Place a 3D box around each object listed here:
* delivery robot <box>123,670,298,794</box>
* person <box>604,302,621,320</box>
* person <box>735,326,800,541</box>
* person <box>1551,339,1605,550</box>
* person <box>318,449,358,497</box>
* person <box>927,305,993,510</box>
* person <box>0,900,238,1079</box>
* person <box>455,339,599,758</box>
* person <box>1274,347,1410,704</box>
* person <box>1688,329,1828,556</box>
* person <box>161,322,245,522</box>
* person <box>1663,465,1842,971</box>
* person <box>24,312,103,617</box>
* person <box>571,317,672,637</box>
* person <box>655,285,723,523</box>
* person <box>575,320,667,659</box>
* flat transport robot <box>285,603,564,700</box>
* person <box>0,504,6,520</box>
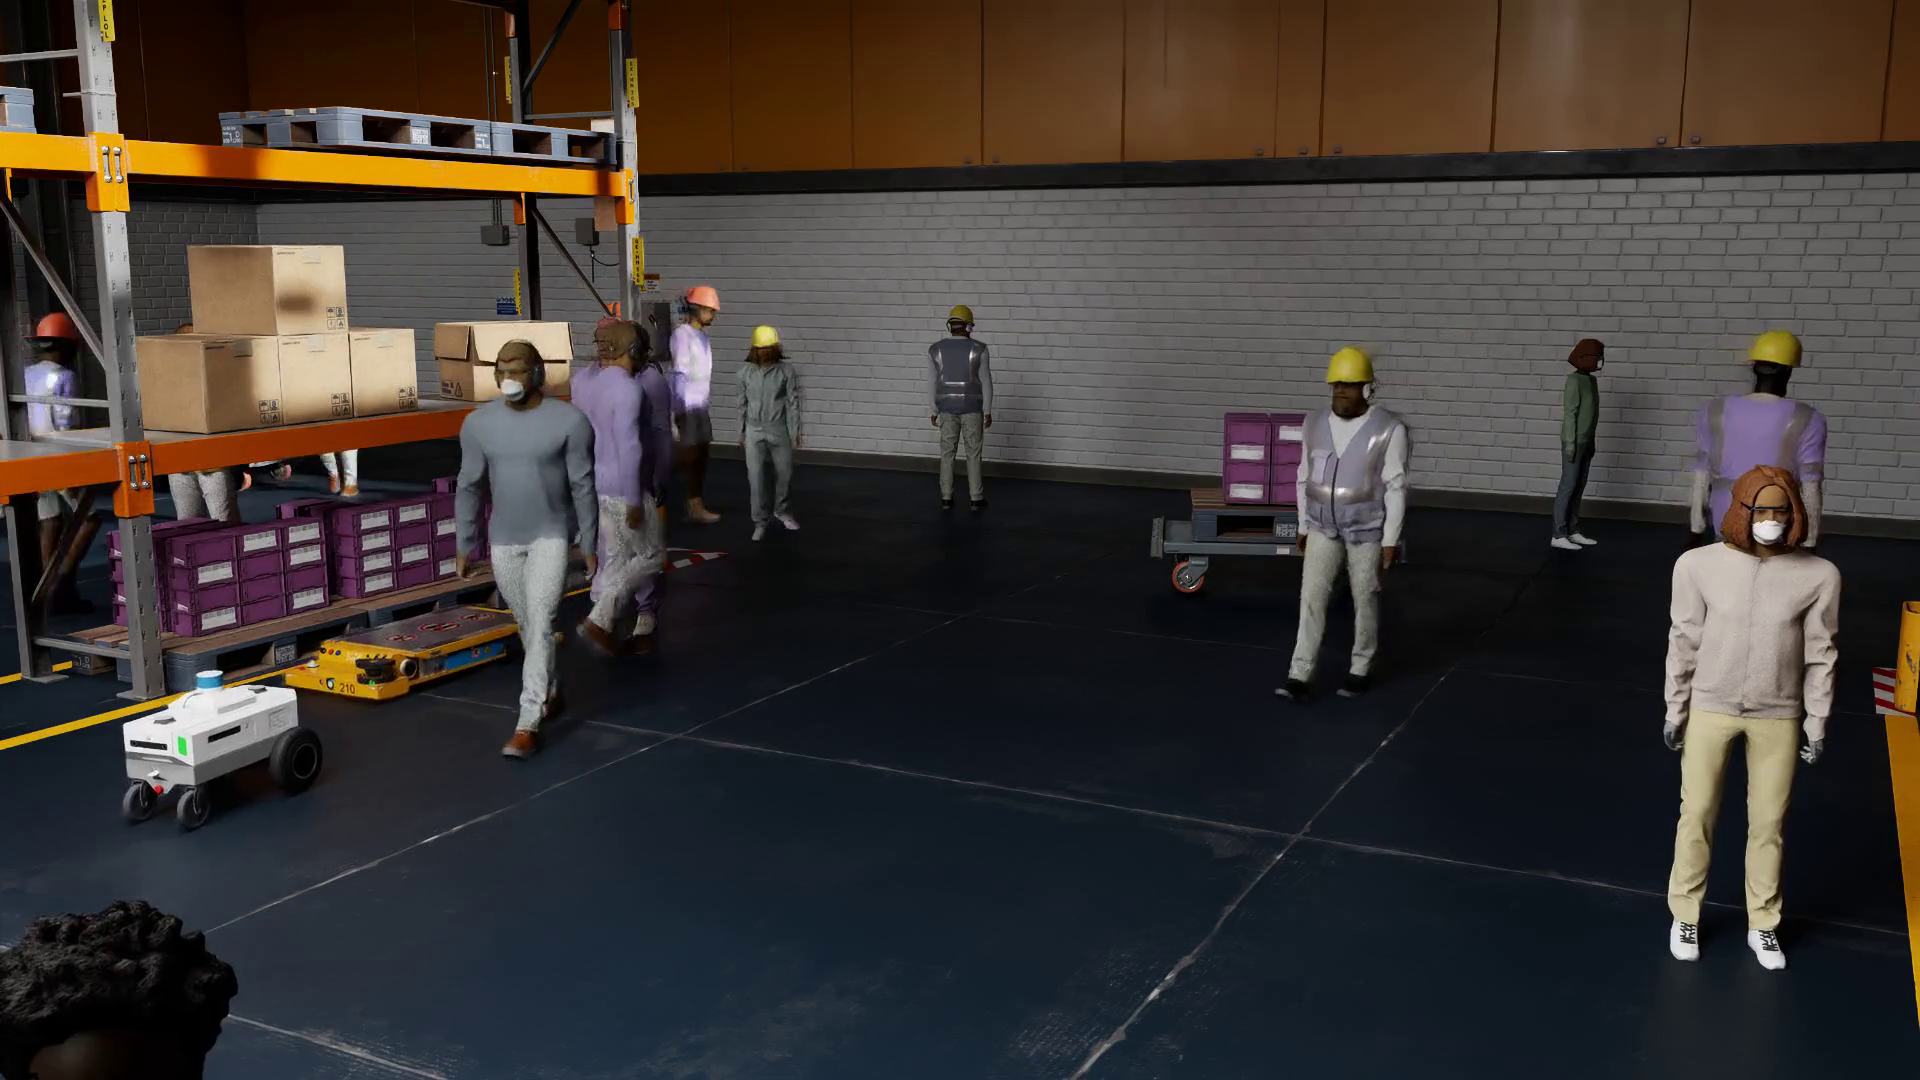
[{"bbox_3d":[-3.077,0.782,6.855,0.477,0.478,0.707,3,11,18],"label":"delivery robot"},{"bbox_3d":[-2.760,-1.011,13.683,0.359,1.884,0.573,-4,11,-22],"label":"person"},{"bbox_3d":[-1.540,-0.877,13.390,0.509,1.716,0.643,-1,10,-7],"label":"person"},{"bbox_3d":[4.797,-0.742,12.873,0.273,1.627,0.502,8,13,38],"label":"person"},{"bbox_3d":[-5.881,-1.330,15.503,0.673,1.893,0.483,0,10,1],"label":"person"},{"bbox_3d":[0.012,-1.172,14.791,0.589,1.822,0.403,3,10,15],"label":"person"},{"bbox_3d":[-0.775,1.164,1.634,0.534,1.695,0.315,-6,12,-32],"label":"person"},{"bbox_3d":[-2.026,0.011,7.770,0.645,1.894,0.943,1,10,7],"label":"person"},{"bbox_3d":[1.893,-0.048,8.327,0.621,1.801,0.821,7,12,34],"label":"person"},{"bbox_3d":[3.917,-0.079,8.220,0.605,1.905,0.503,8,13,40],"label":"person"},{"bbox_3d":[-4.889,-0.478,10.724,0.623,1.844,0.429,2,10,9],"label":"person"},{"bbox_3d":[2.508,0.566,5.310,0.493,1.625,0.281,4,10,20],"label":"person"},{"bbox_3d":[-5.656,-0.468,10.468,0.543,1.913,0.460,4,11,24],"label":"person"},{"bbox_3d":[-2.045,-0.370,9.910,0.653,1.905,0.408,2,10,14],"label":"person"},{"bbox_3d":[-2.315,-1.142,14.069,0.630,2.013,0.662,3,10,15],"label":"person"},{"bbox_3d":[-1.883,-0.261,9.270,0.451,1.908,0.665,-5,11,-28],"label":"person"},{"bbox_3d":[-2.896,0.584,9.112,0.652,0.197,1.431,5,11,26],"label":"flat transport robot"},{"bbox_3d":[-8.421,-1.117,14.168,0.593,1.926,0.366,-2,10,-9],"label":"person"}]
